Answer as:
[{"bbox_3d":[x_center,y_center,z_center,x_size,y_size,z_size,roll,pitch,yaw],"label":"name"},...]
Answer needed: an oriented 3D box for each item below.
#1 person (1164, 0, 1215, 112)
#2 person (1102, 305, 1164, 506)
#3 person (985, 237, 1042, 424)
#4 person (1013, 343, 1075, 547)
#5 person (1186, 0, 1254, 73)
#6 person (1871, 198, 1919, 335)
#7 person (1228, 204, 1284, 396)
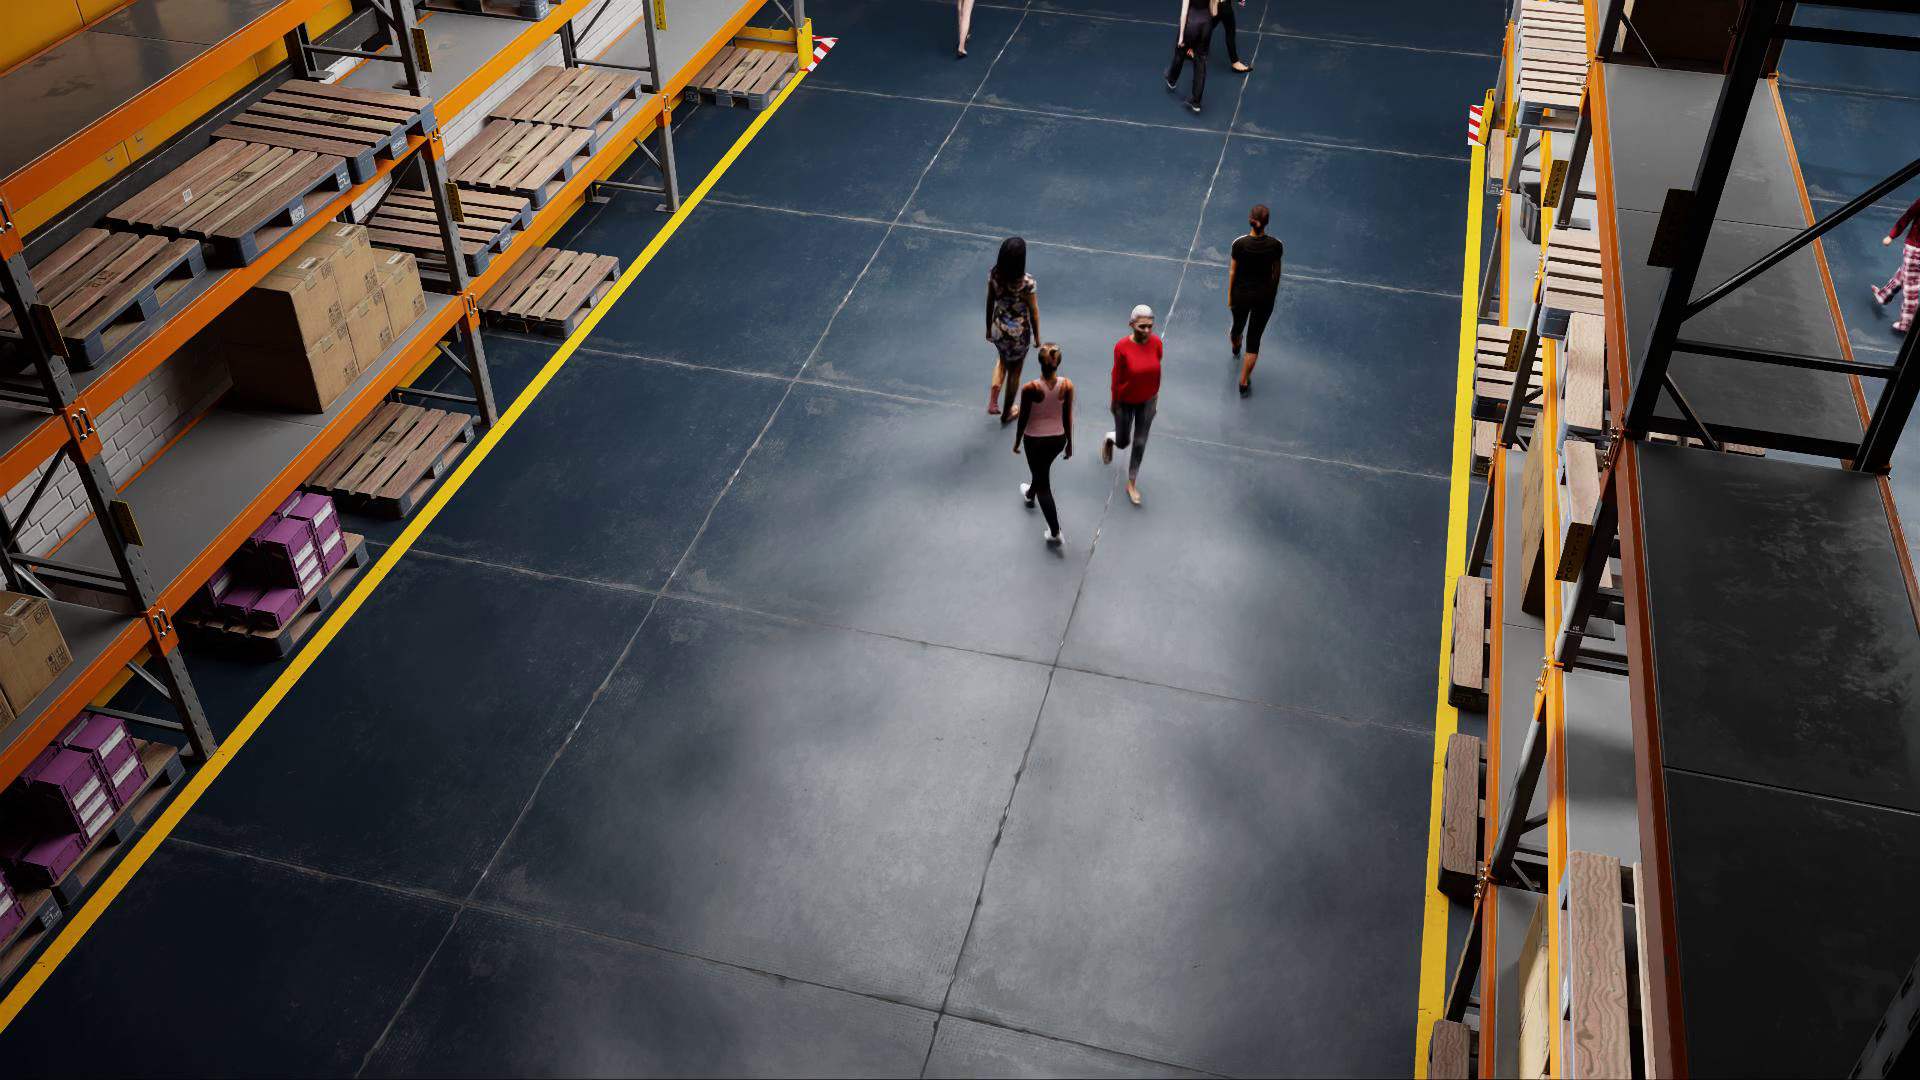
[{"bbox_3d":[2.676,-5.632,18.548,0.961,1.703,1.164,-12,40,-14],"label":"person"},{"bbox_3d":[1.328,-1.110,12.904,0.804,1.681,0.962,-9,40,-11],"label":"person"},{"bbox_3d":[0.376,-1.643,13.536,0.683,1.725,0.736,19,43,23],"label":"person"},{"bbox_3d":[0.664,-0.689,12.425,0.964,1.621,1.153,-12,40,-15],"label":"person"},{"bbox_3d":[2.986,-6.306,19.409,0.723,1.683,1.028,14,41,17],"label":"person"},{"bbox_3d":[8.609,-2.594,14.769,0.910,1.672,1.079,-9,39,-11],"label":"person"},{"bbox_3d":[2.472,-1.998,14.058,0.599,1.627,1.051,8,39,10],"label":"person"}]
